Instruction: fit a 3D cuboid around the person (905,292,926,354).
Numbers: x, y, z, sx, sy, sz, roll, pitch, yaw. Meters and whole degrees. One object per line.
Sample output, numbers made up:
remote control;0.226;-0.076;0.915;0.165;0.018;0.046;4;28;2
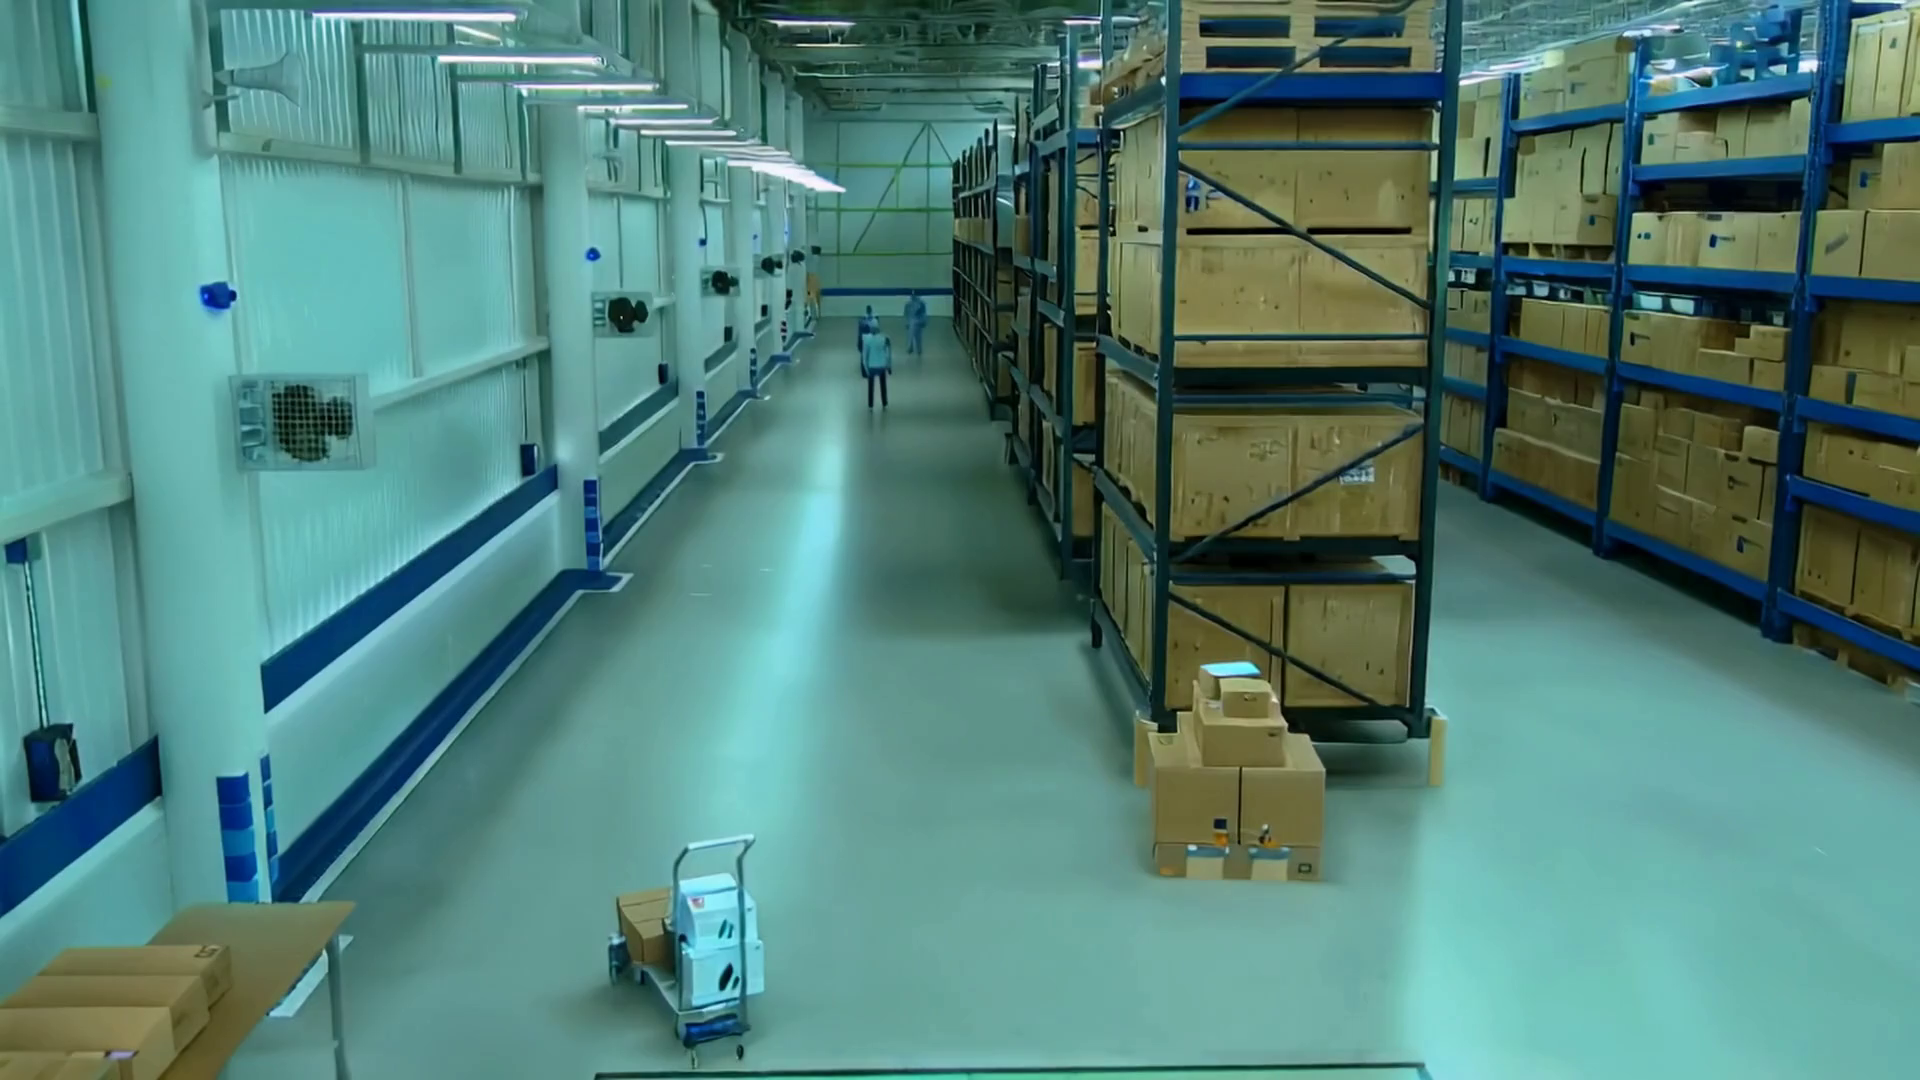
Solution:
person;-1.376;-6.646;50.975;0.644;1.904;0.399;1;11;4

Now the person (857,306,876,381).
person;-2.334;-5.038;42.608;0.594;1.909;0.399;-2;11;-8

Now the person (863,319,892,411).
person;-1.772;-3.737;35.634;0.622;1.986;0.410;-1;11;-4
